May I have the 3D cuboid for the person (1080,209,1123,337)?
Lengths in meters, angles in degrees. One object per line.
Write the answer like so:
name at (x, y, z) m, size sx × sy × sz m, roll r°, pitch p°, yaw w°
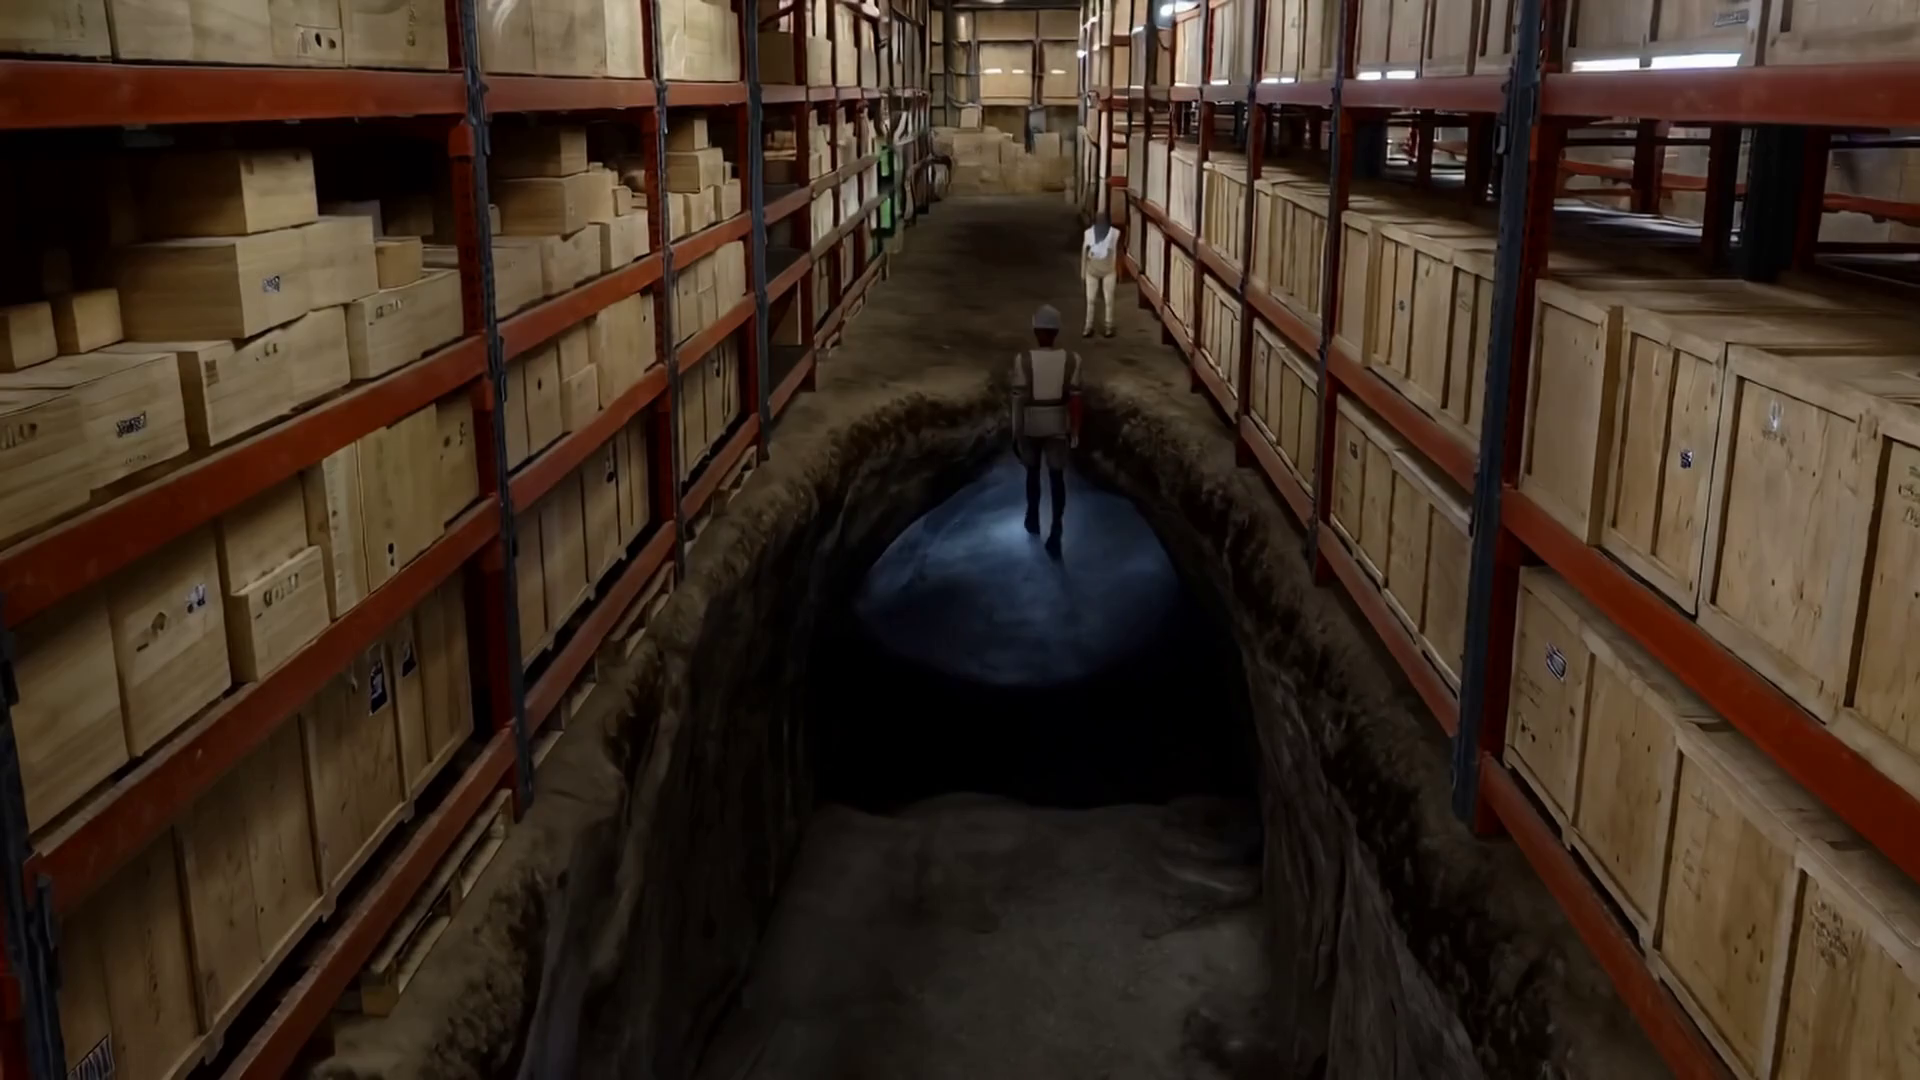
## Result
person at (2.043, -3.884, 24.213) m, size 0.625 × 1.844 × 0.429 m, roll 5°, pitch 16°, yaw 19°

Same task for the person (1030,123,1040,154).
person at (3.970, -20.956, 87.589) m, size 0.588 × 1.919 × 0.398 m, roll 8°, pitch 17°, yaw 26°

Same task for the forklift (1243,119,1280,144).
forklift at (7.726, -9.438, 42.907) m, size 1.129 × 2.768 × 1.873 m, roll 0°, pitch 15°, yaw 2°

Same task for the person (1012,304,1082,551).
person at (0.677, -0.892, 12.989) m, size 0.557 × 1.892 × 1.007 m, roll -1°, pitch 15°, yaw -4°

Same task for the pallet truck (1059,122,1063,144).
pallet truck at (5.788, -21.111, 88.014) m, size 1.885 × 1.965 × 0.823 m, roll 5°, pitch 16°, yaw 18°

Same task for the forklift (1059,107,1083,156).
forklift at (5.229, -18.742, 77.524) m, size 1.129 × 2.768 × 1.873 m, roll -7°, pitch 17°, yaw -26°
